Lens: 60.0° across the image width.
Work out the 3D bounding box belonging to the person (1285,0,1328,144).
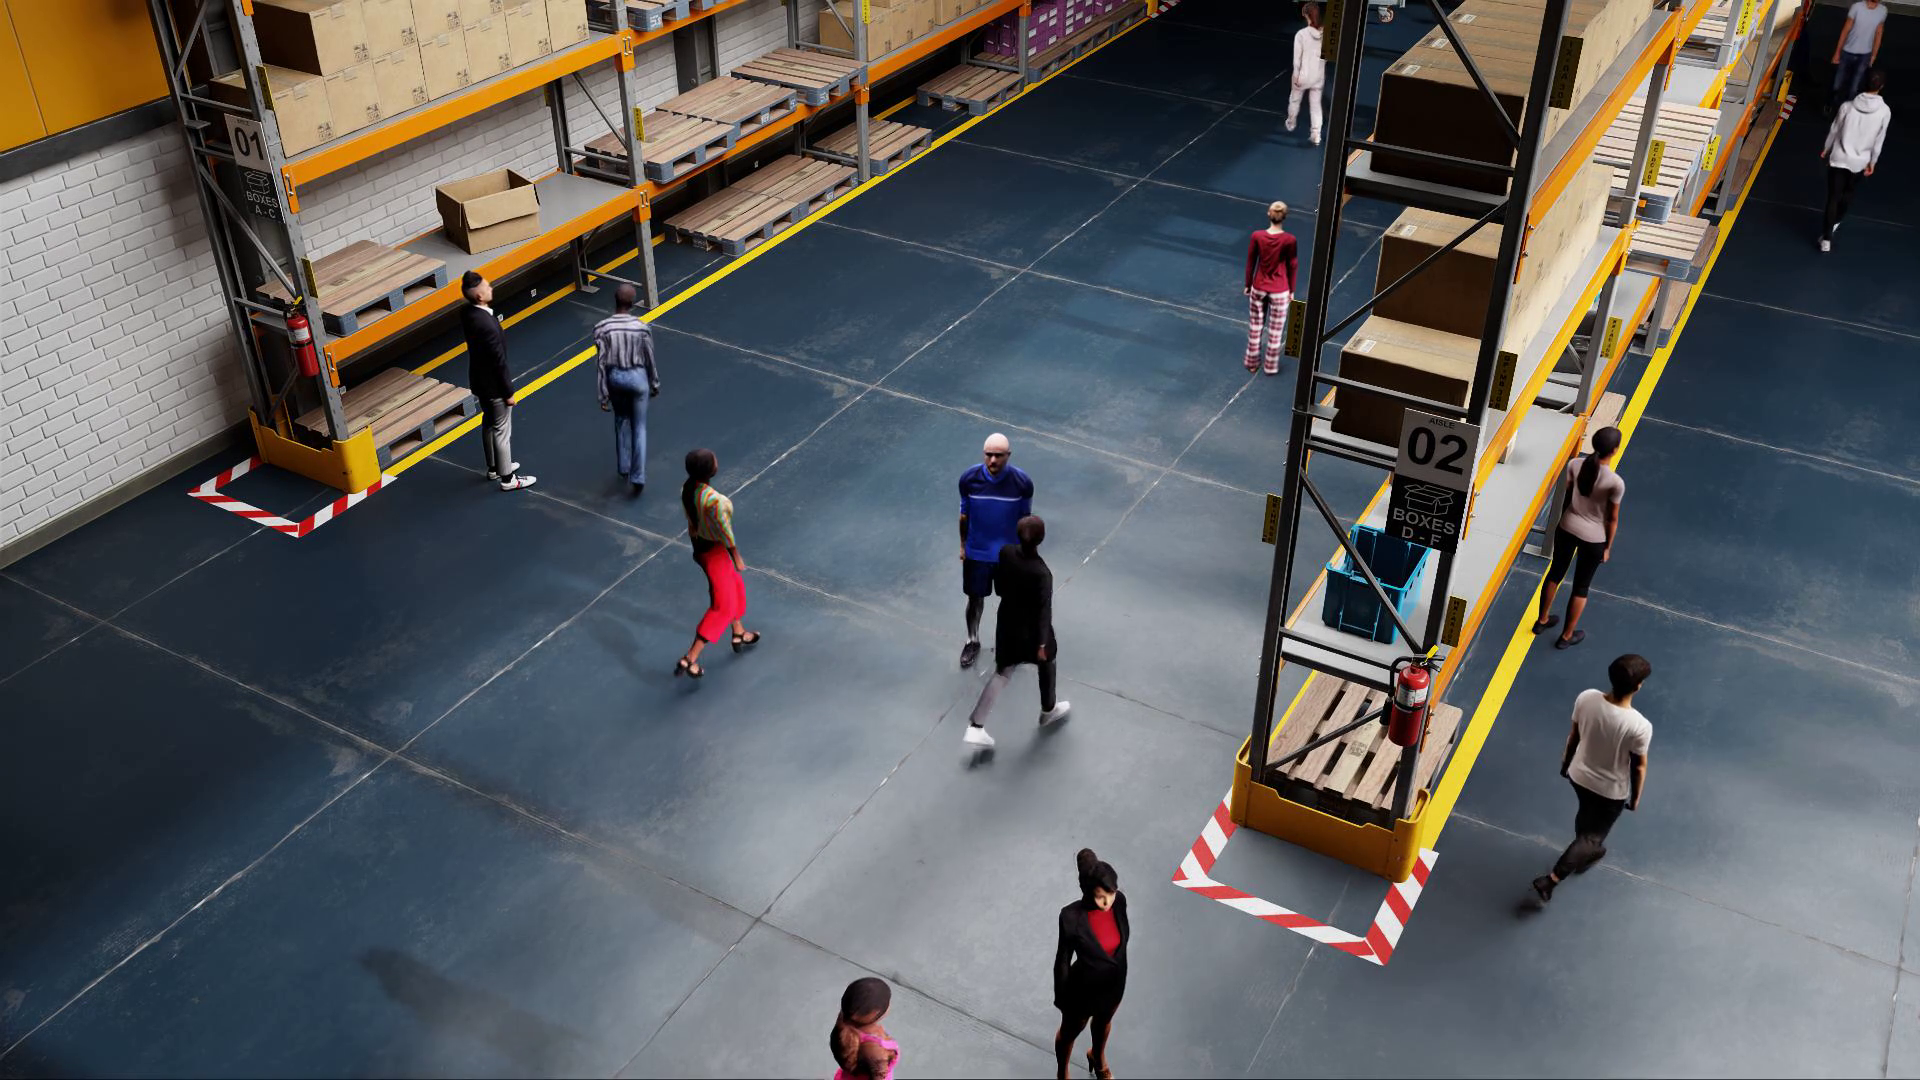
[{"bbox_3d":[4.329,-5.686,20.425,0.995,1.652,1.167,-2,34,-3],"label":"person"}]

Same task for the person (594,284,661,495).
[{"bbox_3d":[-2.715,-1.183,13.557,0.835,1.756,0.894,-10,35,-15],"label":"person"}]

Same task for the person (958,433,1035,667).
[{"bbox_3d":[0.237,0.061,11.607,0.755,1.842,0.739,2,34,3],"label":"person"}]

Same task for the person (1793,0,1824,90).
[{"bbox_3d":[11.018,-6.936,22.138,1.267,1.837,0.990,-27,42,-34],"label":"person"}]

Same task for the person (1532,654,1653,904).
[{"bbox_3d":[3.691,1.409,9.710,1.137,1.697,0.906,-22,40,-30],"label":"person"}]

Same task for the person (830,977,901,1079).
[{"bbox_3d":[-0.555,2.726,7.747,1.251,1.676,0.809,-26,41,-33],"label":"person"}]

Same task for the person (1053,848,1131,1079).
[{"bbox_3d":[0.673,2.264,8.475,0.691,1.640,0.759,-18,38,-25],"label":"person"}]

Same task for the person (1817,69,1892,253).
[{"bbox_3d":[9.447,-3.989,17.660,0.806,1.886,1.157,11,35,16],"label":"person"}]

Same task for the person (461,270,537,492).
[{"bbox_3d":[-3.844,-1.328,13.599,0.739,1.949,0.790,-23,40,-30],"label":"person"}]

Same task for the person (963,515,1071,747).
[{"bbox_3d":[0.342,0.627,10.859,1.210,1.727,0.874,-29,43,-36],"label":"person"}]

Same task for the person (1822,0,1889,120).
[{"bbox_3d":[11.218,-6.110,20.881,0.756,1.852,0.834,8,35,12],"label":"person"}]

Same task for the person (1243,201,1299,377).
[{"bbox_3d":[2.859,-2.324,15.323,0.645,1.700,0.552,12,36,18],"label":"person"}]

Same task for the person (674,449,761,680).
[{"bbox_3d":[-1.735,0.202,11.464,1.090,1.765,0.812,-25,41,-33],"label":"person"}]

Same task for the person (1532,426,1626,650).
[{"bbox_3d":[4.409,-0.028,11.828,0.642,1.745,0.658,-25,41,-33],"label":"person"}]
